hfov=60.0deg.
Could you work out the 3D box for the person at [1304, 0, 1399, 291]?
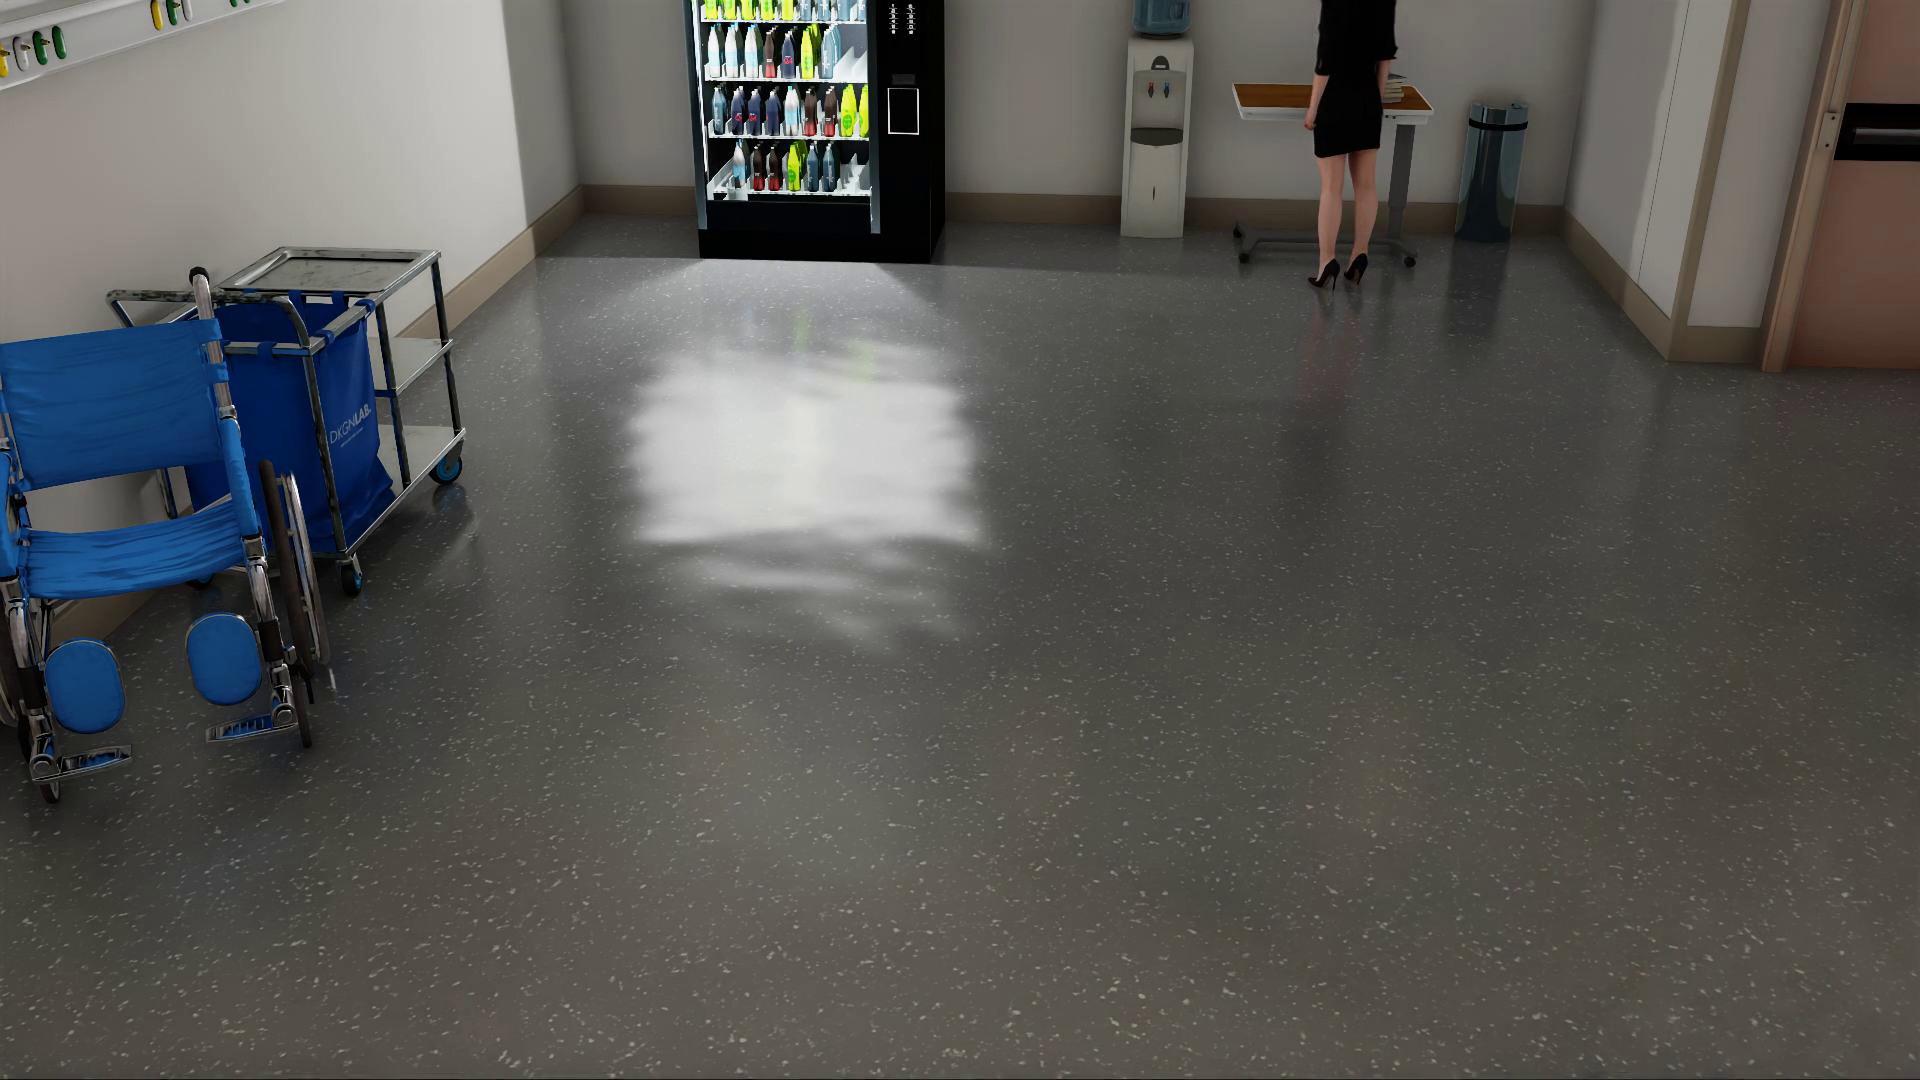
[{"bbox_3d":[1.874,-2.054,7.965,0.624,1.696,0.736,-10,28,-20],"label":"person"}]
